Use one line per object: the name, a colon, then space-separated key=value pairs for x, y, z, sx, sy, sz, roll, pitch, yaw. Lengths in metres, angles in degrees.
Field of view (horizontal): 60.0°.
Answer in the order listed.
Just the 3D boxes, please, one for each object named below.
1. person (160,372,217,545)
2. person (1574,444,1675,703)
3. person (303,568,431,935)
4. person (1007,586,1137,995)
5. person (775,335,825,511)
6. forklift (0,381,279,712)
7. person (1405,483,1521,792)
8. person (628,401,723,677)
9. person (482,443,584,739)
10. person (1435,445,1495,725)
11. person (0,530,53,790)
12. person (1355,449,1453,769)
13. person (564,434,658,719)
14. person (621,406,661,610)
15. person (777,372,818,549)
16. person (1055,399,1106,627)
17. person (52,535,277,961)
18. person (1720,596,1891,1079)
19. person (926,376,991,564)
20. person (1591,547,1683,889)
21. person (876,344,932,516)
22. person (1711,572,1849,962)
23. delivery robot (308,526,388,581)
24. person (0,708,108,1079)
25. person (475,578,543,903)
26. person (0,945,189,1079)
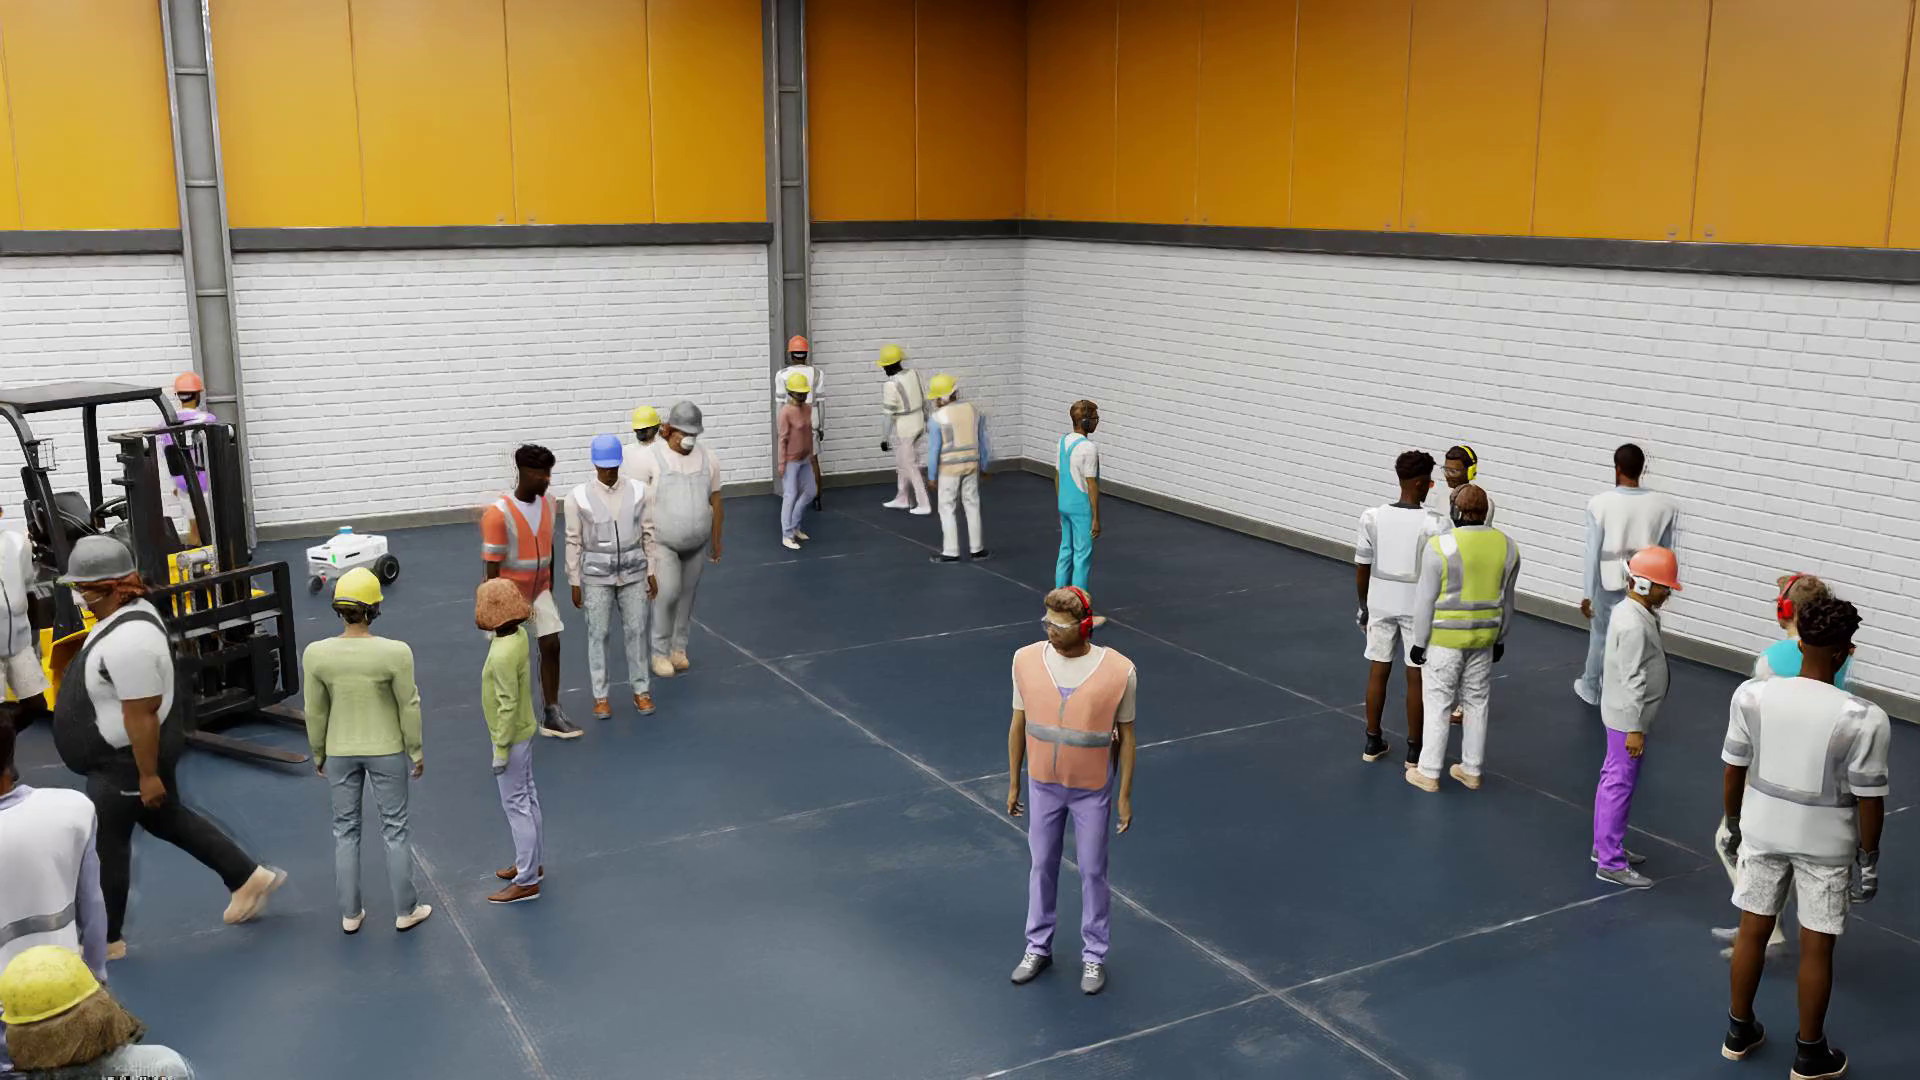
person: x=-6.707 y=-0.518 z=14.650 sx=0.579 sy=1.925 sz=0.388 roll=2 pitch=12 yaw=10
person: x=4.411 y=0.294 z=11.030 sx=0.611 sy=1.862 sz=1.053 roll=1 pitch=12 yaw=2
person: x=-2.817 y=1.002 z=7.910 sx=0.529 sy=1.767 sz=0.329 roll=0 pitch=12 yaw=-2
person: x=0.491 y=1.087 z=7.342 sx=0.570 sy=1.836 sz=0.383 roll=4 pitch=13 yaw=19
person: x=-1.744 y=-1.266 z=18.175 sx=0.543 sy=1.928 sz=0.400 roll=-3 pitch=12 yaw=-13
forklift: x=-5.853 y=0.085 z=11.199 sx=2.313 sy=2.155 sz=1.214 roll=7 pitch=14 yaw=28
person: x=2.940 y=0.577 z=9.763 sx=0.640 sy=1.830 sz=0.429 roll=-4 pitch=13 yaw=-16
person: x=-2.015 y=-0.029 z=12.099 sx=0.703 sy=2.000 sz=0.653 roll=-8 pitch=14 yaw=-33
person: x=-2.751 y=0.341 z=10.632 sx=0.853 sy=1.911 sz=0.617 roll=10 pitch=16 yaw=39
person: x=3.295 y=0.291 z=11.037 sx=0.328 sy=1.862 sz=0.505 roll=-7 pitch=14 yaw=-30
person: x=-5.513 y=0.585 z=9.429 sx=0.526 sy=1.954 sz=0.606 roll=6 pitch=14 yaw=27
person: x=2.715 y=0.419 z=10.174 sx=0.610 sy=1.963 sz=0.365 roll=9 pitch=15 yaw=37
person: x=-2.316 y=0.240 z=11.100 sx=0.617 sy=1.934 sz=0.424 roll=-6 pitch=13 yaw=-25
person: x=-2.552 y=-0.232 z=13.700 sx=0.533 sy=1.765 sz=0.326 roll=3 pitch=12 yaw=14
person: x=-1.612 y=-0.784 z=16.321 sx=0.455 sy=1.750 sz=0.559 roll=7 pitch=14 yaw=28
person: x=0.962 y=-0.214 z=13.428 sx=0.328 sy=1.844 sz=0.513 roll=-7 pitch=14 yaw=-29
person: x=-3.739 y=0.911 z=7.691 sx=0.948 sy=2.000 sz=0.697 roll=-5 pitch=13 yaw=-23
person: x=3.337 y=1.180 z=6.603 sx=0.361 sy=1.964 sz=0.614 roll=-11 pitch=16 yaw=-41
person: x=-0.001 y=-0.664 z=15.702 sx=0.723 sy=1.798 sz=0.406 roll=-8 pitch=15 yaw=-34
person: x=3.455 y=0.887 z=8.505 sx=0.338 sy=1.742 sz=0.563 roll=4 pitch=13 yaw=18
person: x=-0.631 y=-1.186 z=17.930 sx=0.737 sy=1.863 sz=0.675 roll=6 pitch=13 yaw=26
person: x=3.695 y=1.051 z=7.526 sx=0.607 sy=1.827 sz=0.492 roll=-6 pitch=14 yaw=-28
delivery robot: x=-5.399 y=0.122 z=14.674 sx=0.477 sy=0.478 sz=0.707 roll=5 pitch=13 yaw=22
person: x=-3.057 y=1.464 z=5.409 sx=0.384 sy=1.911 sz=0.593 roll=10 pitch=16 yaw=39
person: x=-2.246 y=0.989 z=8.287 sx=0.274 sy=1.632 sz=0.507 roll=-1 pitch=12 yaw=-6
person: x=-2.117 y=1.833 z=4.140 sx=0.478 sy=1.711 sz=0.519 roll=11 pitch=16 yaw=42
